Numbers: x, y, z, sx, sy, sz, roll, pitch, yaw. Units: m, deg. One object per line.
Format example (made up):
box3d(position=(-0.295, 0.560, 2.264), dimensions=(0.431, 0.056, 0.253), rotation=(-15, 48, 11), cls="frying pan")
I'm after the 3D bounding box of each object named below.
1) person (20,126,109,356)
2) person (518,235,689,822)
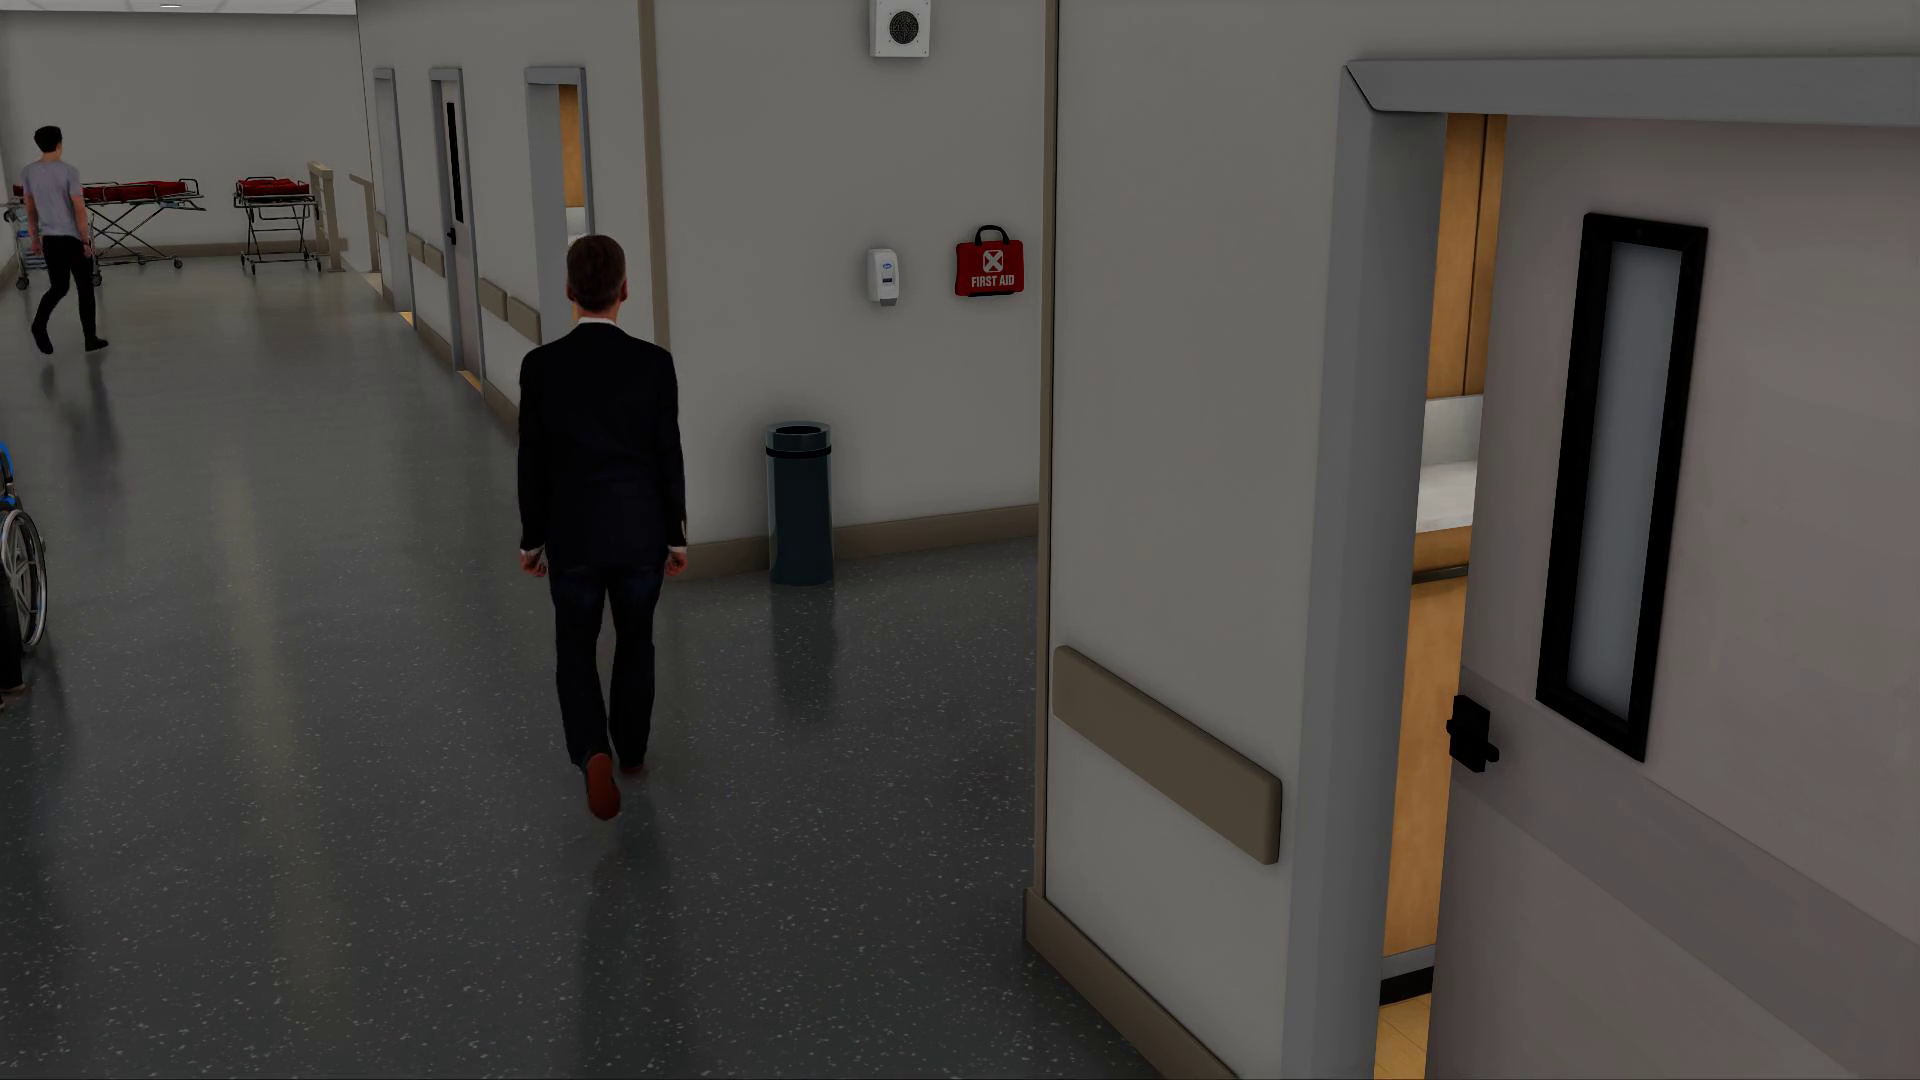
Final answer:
box3d(position=(-7.398, -2.427, 13.629), dimensions=(0.993, 1.844, 1.167), rotation=(1, 16, 5), cls="person")
box3d(position=(-1.110, -0.021, 5.185), dimensions=(0.834, 1.794, 1.140), rotation=(-3, 16, -11), cls="person")
